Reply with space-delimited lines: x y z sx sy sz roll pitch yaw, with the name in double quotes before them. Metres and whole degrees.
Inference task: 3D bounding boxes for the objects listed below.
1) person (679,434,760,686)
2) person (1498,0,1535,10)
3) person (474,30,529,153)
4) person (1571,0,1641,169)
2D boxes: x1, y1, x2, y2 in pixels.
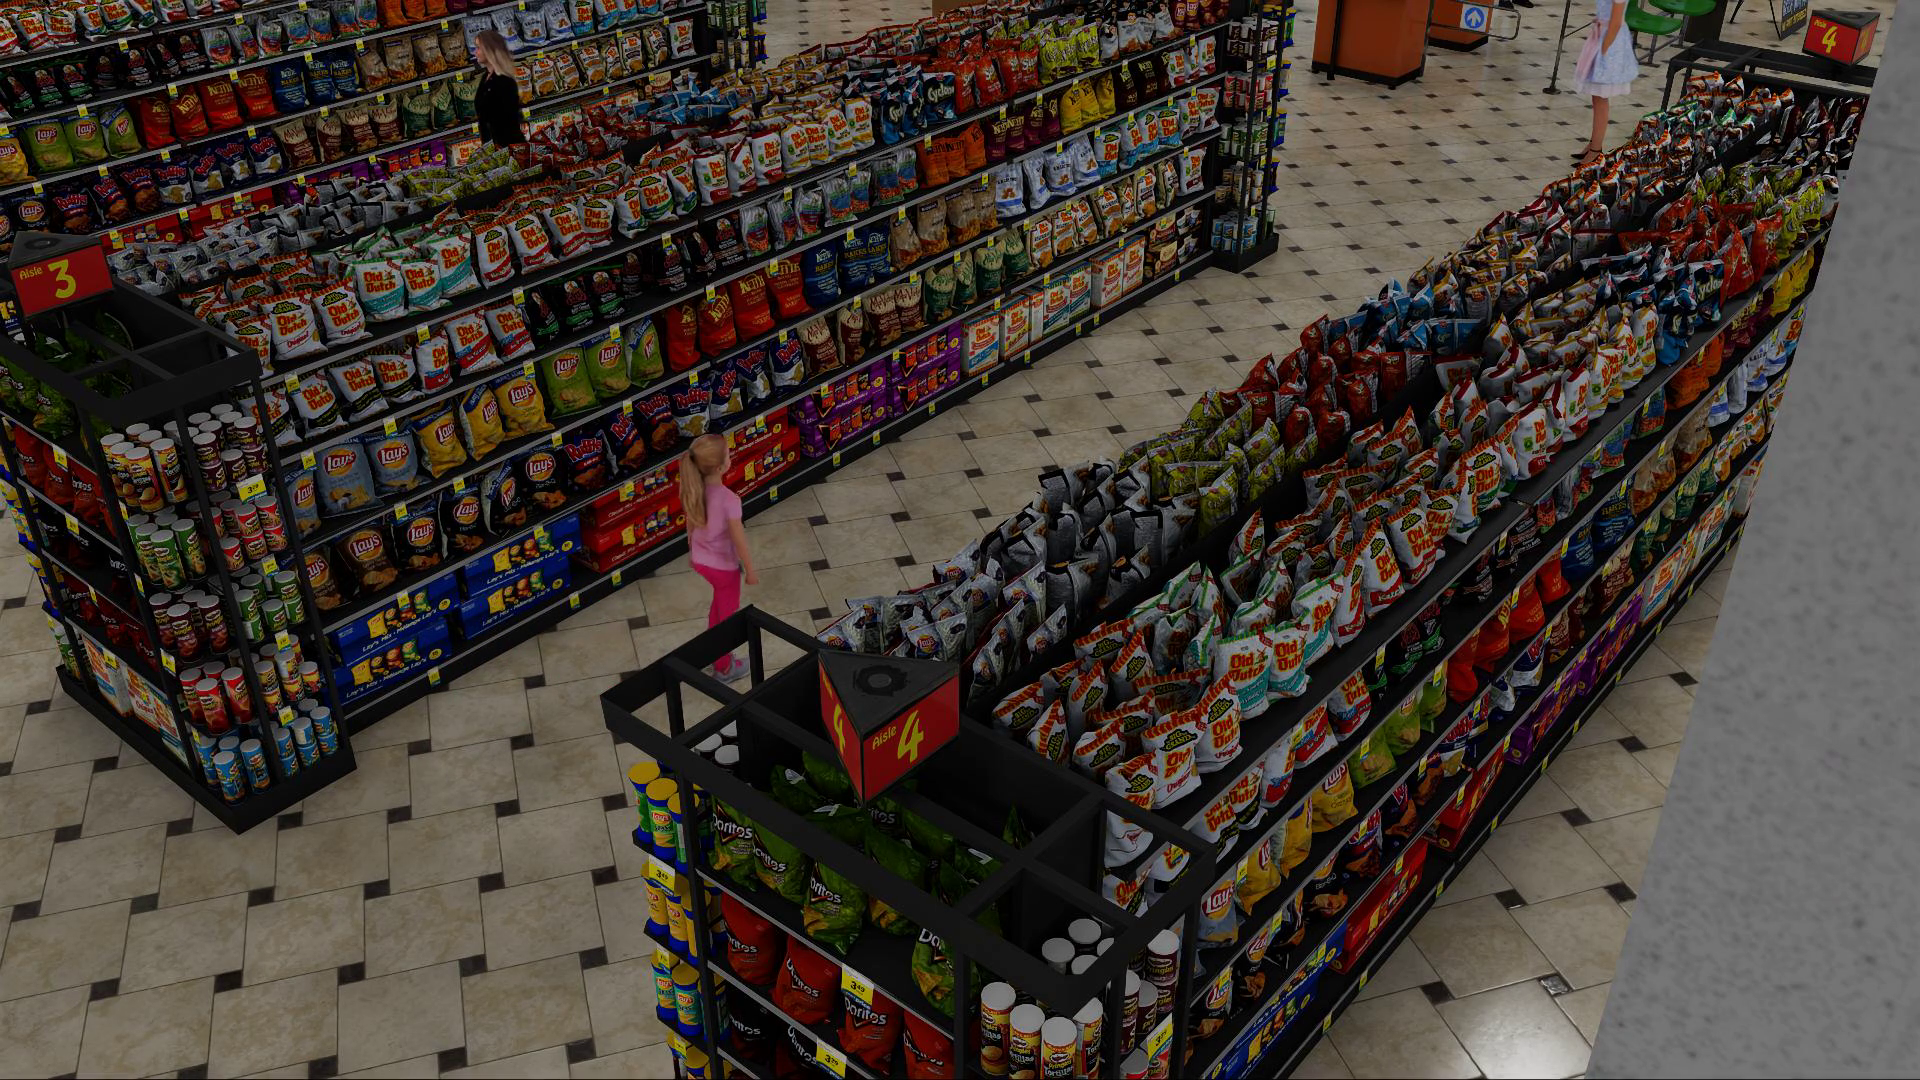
"person" -1.115 0.114 7.363 0.487 1.264 0.504 24 39 33
"person" 6.024 -6.588 17.608 0.686 1.819 0.809 -11 34 -17
"person" -3.066 -2.623 11.360 0.685 1.687 0.703 -18 36 -27
"person" 5.146 -3.870 13.243 0.865 1.815 0.779 11 34 17
